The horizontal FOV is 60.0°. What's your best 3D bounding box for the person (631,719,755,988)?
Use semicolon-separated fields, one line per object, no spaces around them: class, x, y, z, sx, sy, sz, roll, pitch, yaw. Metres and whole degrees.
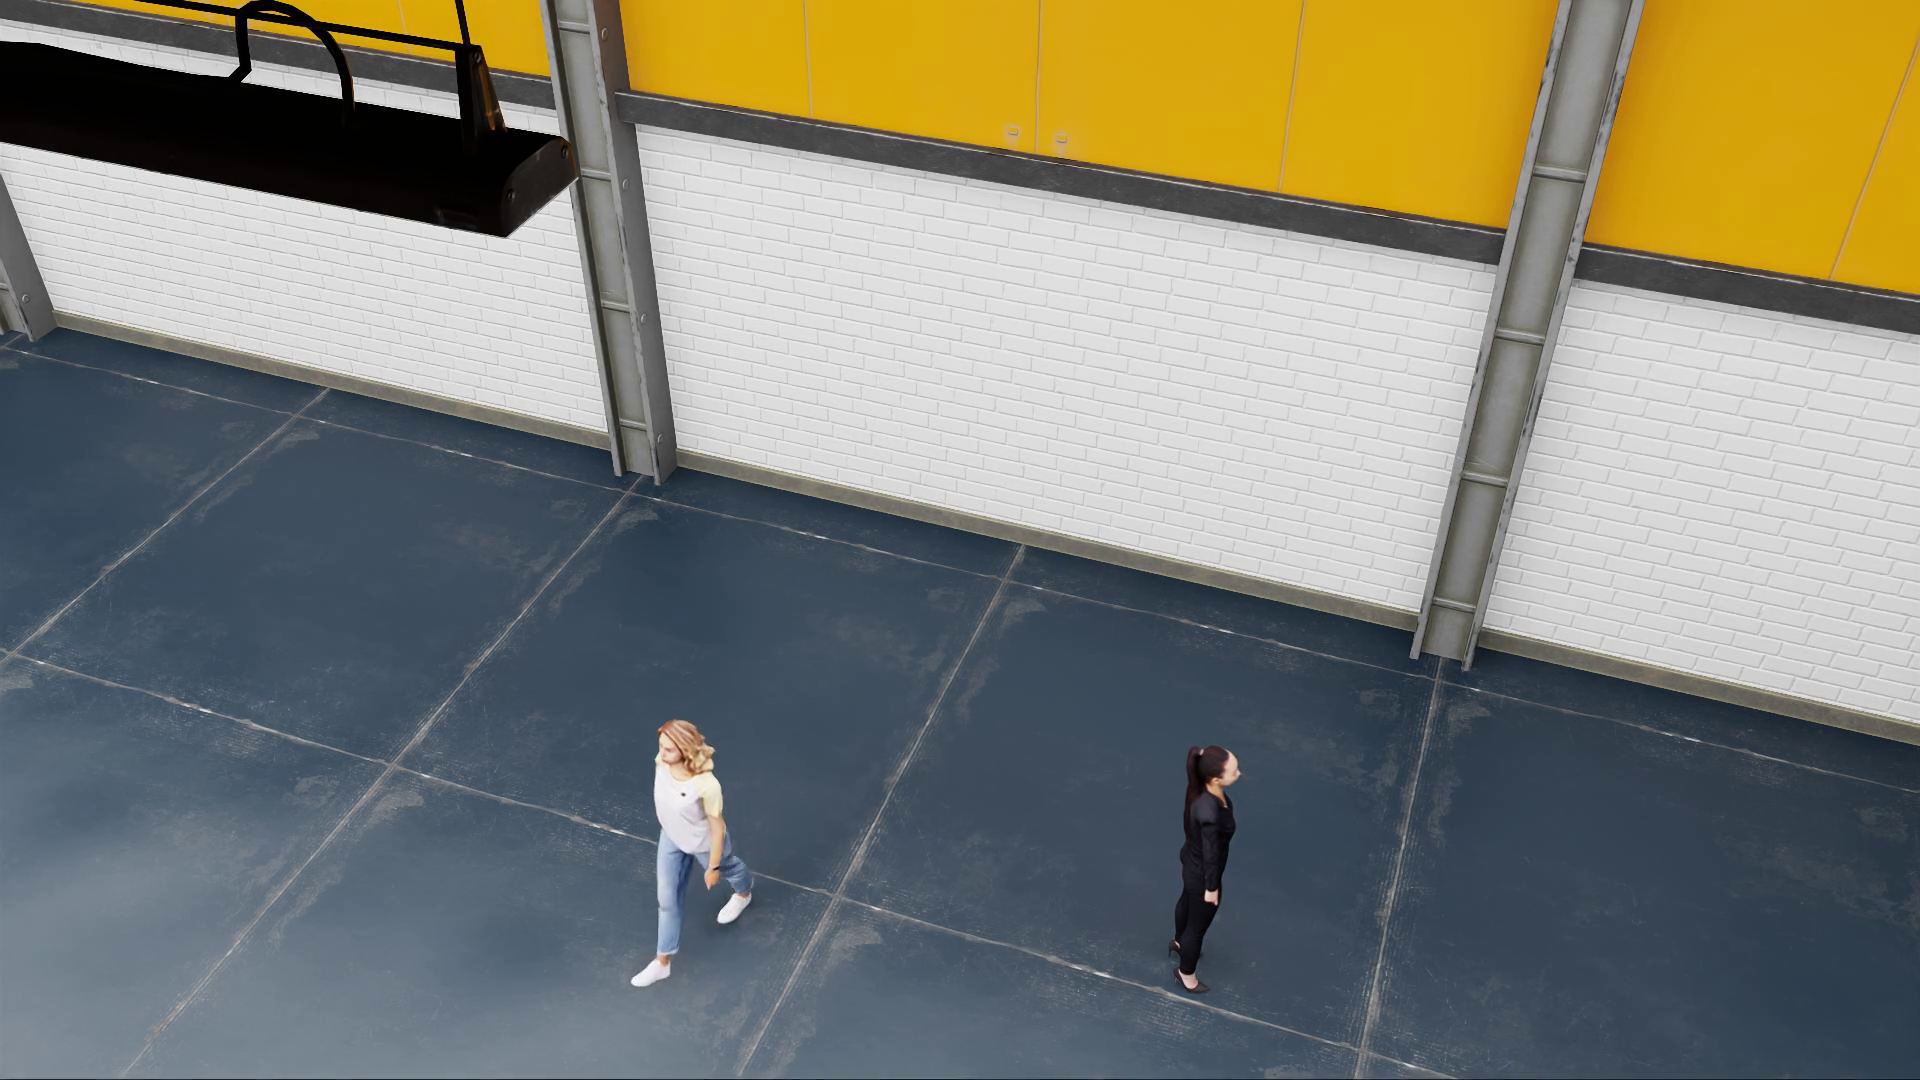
person;-1.322;1.549;8.797;1.141;1.666;0.920;25;45;28

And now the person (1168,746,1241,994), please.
person;1.256;1.690;8.583;0.590;1.711;0.632;1;39;2
